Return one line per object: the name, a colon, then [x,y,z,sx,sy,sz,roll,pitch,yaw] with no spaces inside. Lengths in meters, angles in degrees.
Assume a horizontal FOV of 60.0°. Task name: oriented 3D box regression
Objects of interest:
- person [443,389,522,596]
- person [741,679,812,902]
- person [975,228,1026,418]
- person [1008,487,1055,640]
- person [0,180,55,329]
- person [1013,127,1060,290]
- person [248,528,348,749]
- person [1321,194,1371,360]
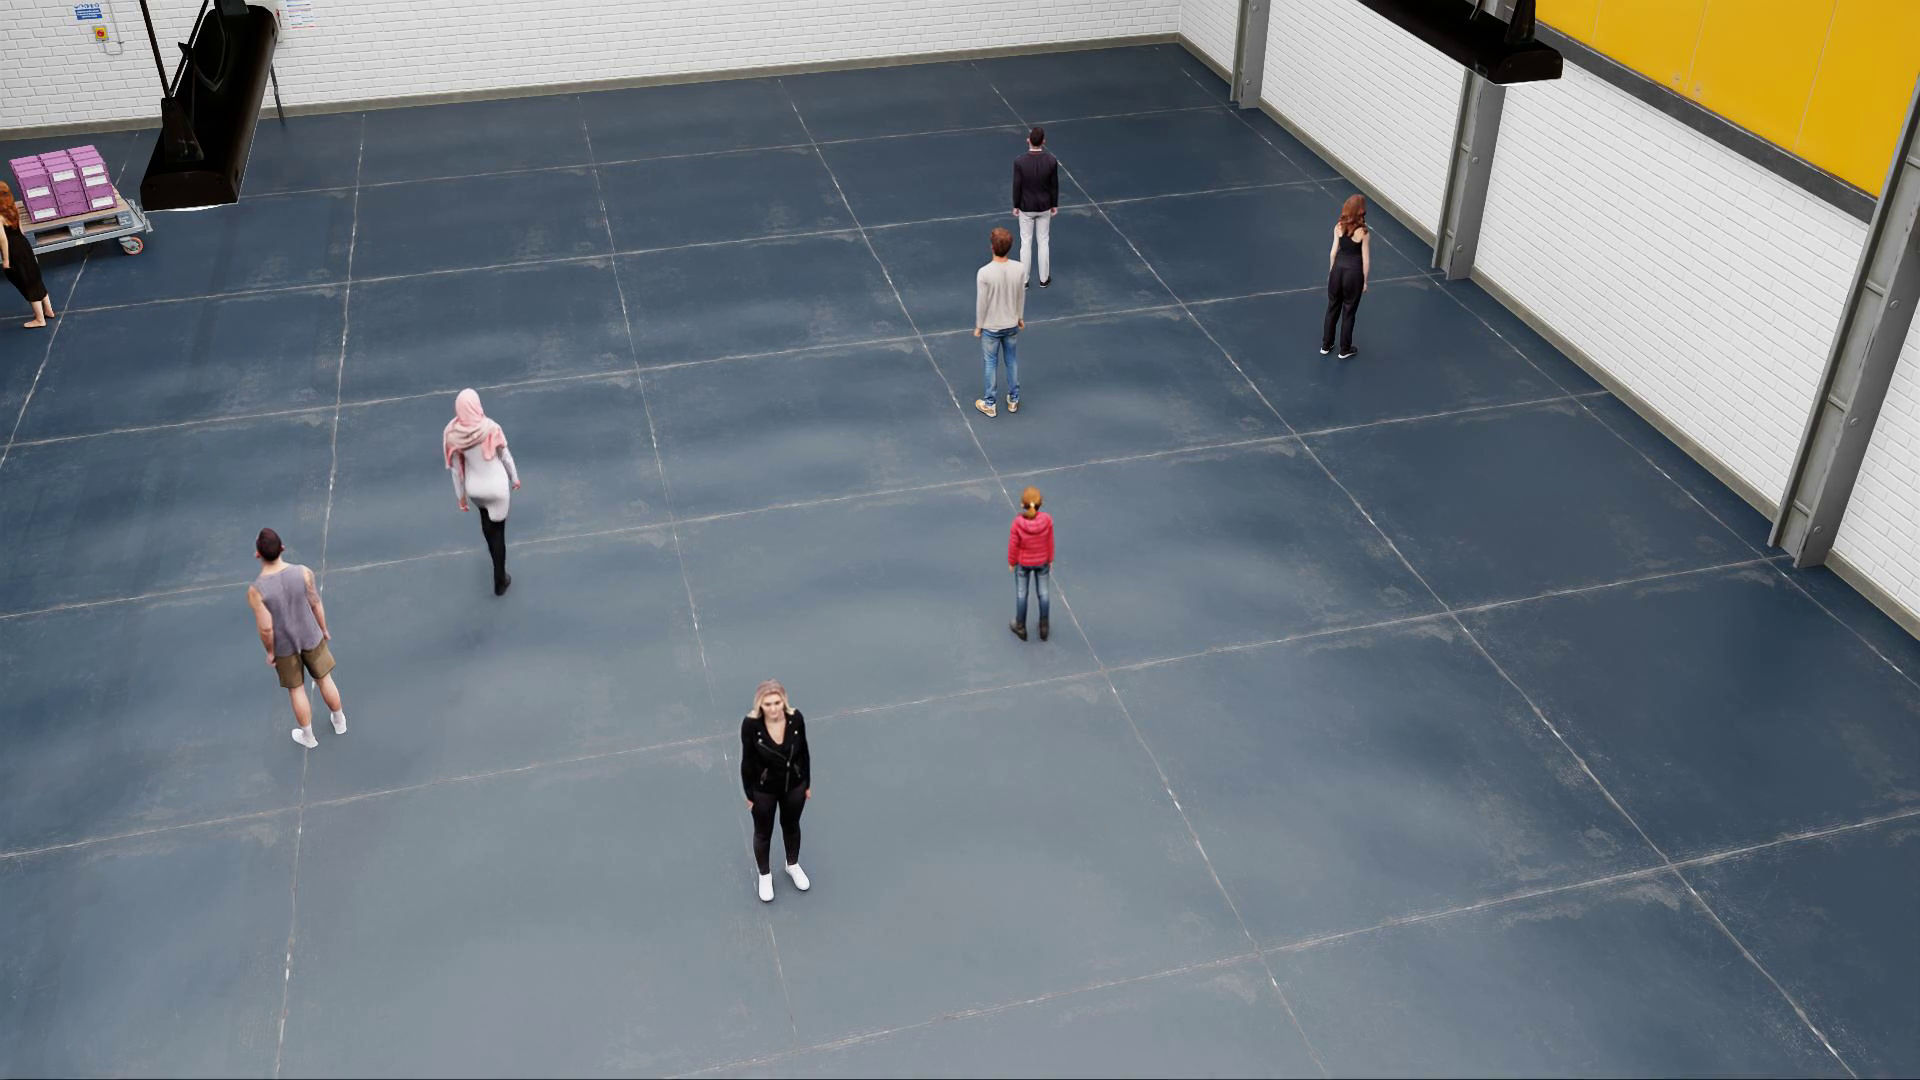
person: [-3.837,-0.348,13.425,0.764,1.779,0.945,0,34,0]
person: [-1.169,1.569,10.626,0.616,1.685,0.554,-11,35,-16]
person: [0.388,-2.075,15.910,0.667,1.905,0.598,-12,35,-17]
person: [0.569,0.185,13.048,0.542,1.310,0.534,-3,34,-5]
person: [-9.976,-3.042,17.619,0.698,1.625,0.591,1,34,2]
person: [0.827,-3.668,18.361,0.702,1.844,0.638,-1,34,-1]
person: [-4.739,0.699,11.853,0.717,1.847,0.728,-26,41,-33]
person: [3.945,-2.700,16.992,0.643,1.748,0.720,22,39,29]
